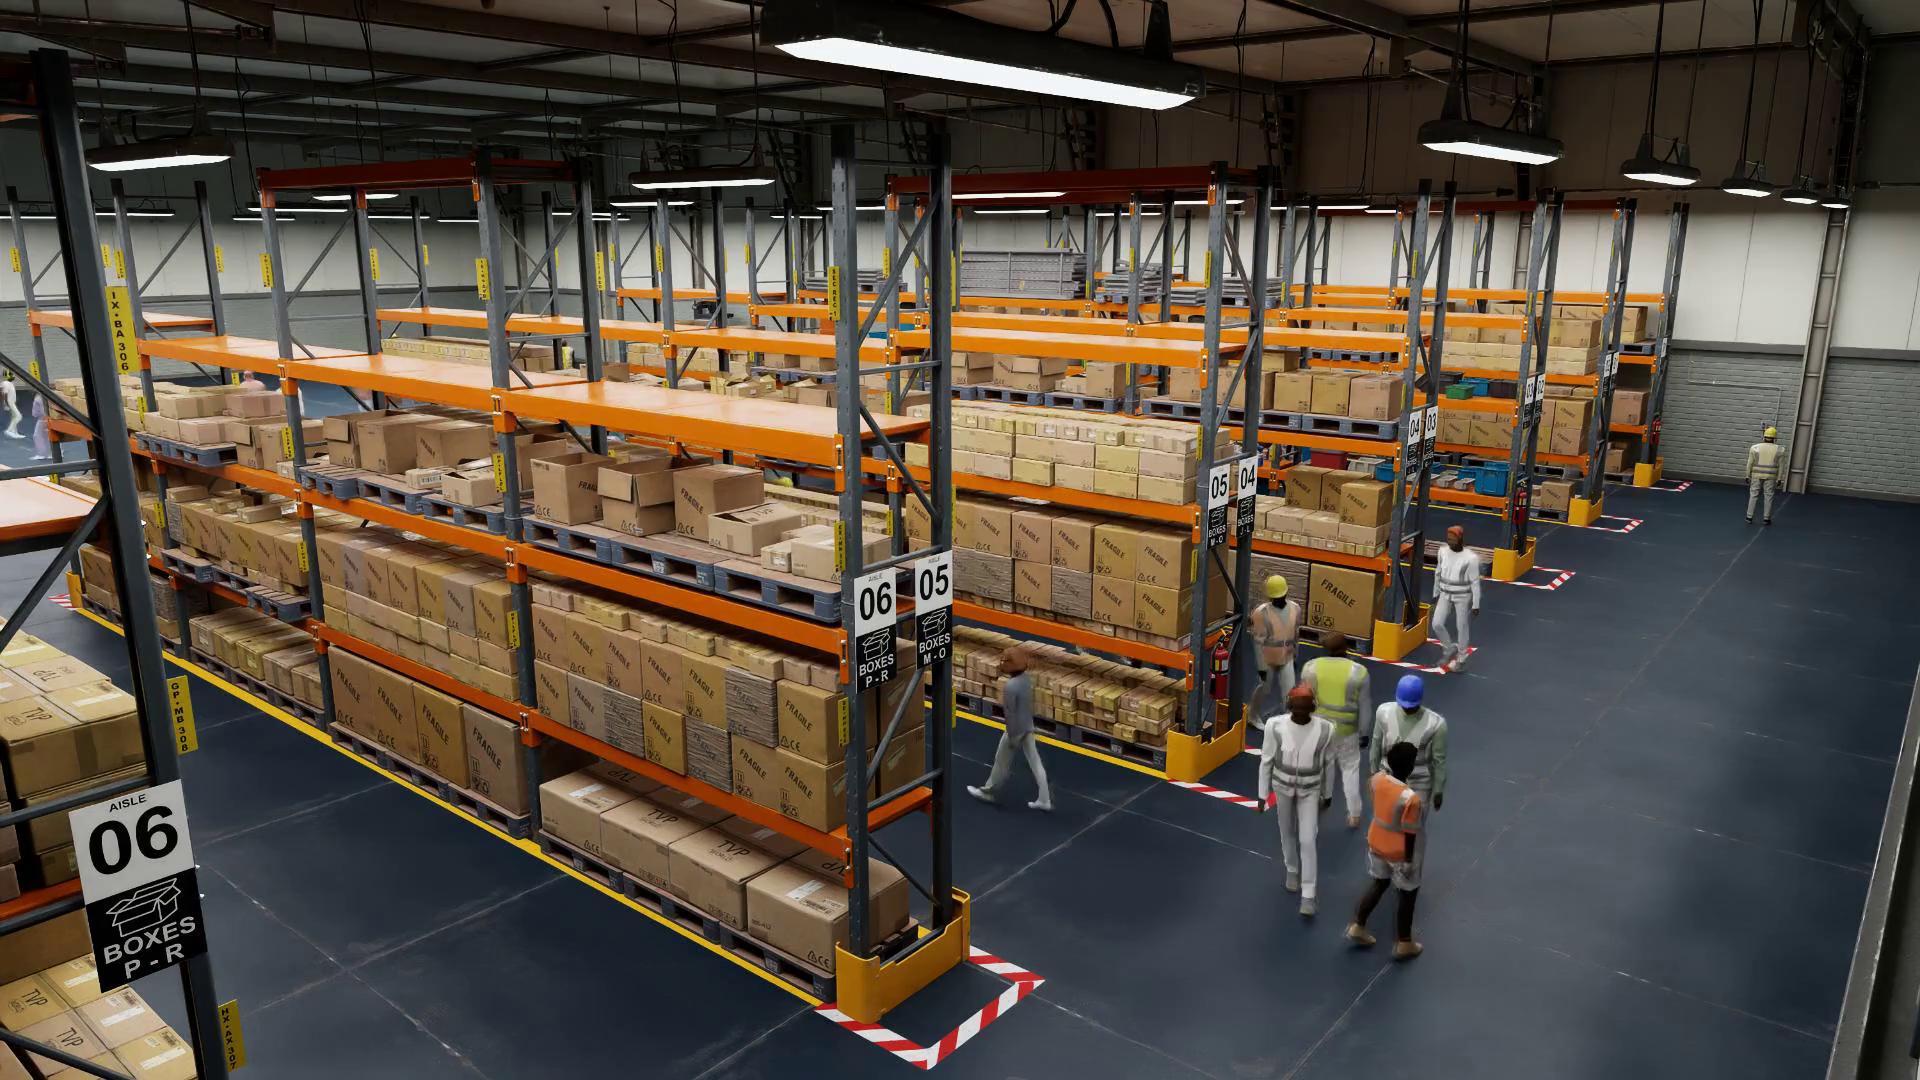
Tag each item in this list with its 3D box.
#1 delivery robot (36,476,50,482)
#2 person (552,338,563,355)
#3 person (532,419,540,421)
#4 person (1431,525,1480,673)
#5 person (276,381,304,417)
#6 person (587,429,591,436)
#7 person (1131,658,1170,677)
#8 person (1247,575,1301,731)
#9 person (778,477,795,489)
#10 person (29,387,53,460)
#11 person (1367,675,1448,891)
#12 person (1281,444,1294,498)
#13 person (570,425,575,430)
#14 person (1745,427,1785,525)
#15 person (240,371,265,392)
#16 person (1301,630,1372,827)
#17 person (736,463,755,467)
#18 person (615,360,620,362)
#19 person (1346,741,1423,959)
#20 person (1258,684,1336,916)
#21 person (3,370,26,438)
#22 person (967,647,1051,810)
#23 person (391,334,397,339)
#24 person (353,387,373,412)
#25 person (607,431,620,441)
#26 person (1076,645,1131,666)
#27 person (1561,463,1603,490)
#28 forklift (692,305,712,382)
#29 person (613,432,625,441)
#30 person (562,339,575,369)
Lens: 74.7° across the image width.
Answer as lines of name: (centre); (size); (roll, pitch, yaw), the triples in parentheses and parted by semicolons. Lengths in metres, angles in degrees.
delivery robot: (-19.214, -1.171, 26.185); (0.477, 0.478, 0.707); (4, 14, 16)
person: (-15.036, -6.935, 47.314); (0.514, 1.842, 0.324); (-10, 17, -34)
person: (-12.226, -4.168, 36.367); (0.432, 1.624, 0.540); (-6, 15, -25)
person: (6.189, 0.733, 15.712); (0.468, 1.866, 0.715); (-10, 17, -34)
person: (-16.945, -3.214, 31.903); (0.648, 1.891, 0.679); (-3, 14, -12)
person: (-8.968, -2.872, 30.652); (0.968, 1.823, 0.519); (-1, 14, -6)
person: (2.261, 0.946, 14.546); (0.623, 2.016, 0.757); (-13, 18, -42)
person: (3.402, 1.256, 13.581); (0.618, 1.874, 0.939); (-5, 14, -19)
person: (-2.680, -0.088, 19.281); (0.610, 1.786, 0.941); (-12, 18, -41)
person: (-22.340, -2.871, 30.507); (0.773, 1.879, 0.685); (-8, 16, -29)
person: (3.697, 2.000, 10.446); (0.658, 1.895, 0.487); (10, 17, 35)
person: (6.708, -1.716, 25.588); (0.361, 1.965, 0.613); (8, 16, 30)
person: (-10.737, -3.644, 34.276); (0.511, 1.604, 0.781); (-5, 15, -20)
person: (15.211, -1.217, 23.816); (0.599, 1.830, 0.404); (8, 16, 31)
person: (-18.681, -3.531, 33.212); (0.687, 1.883, 0.649); (-12, 18, -42)
person: (3.500, 1.736, 11.753); (0.669, 1.827, 0.472); (8, 16, 29)
person: (-5.052, -2.745, 29.722); (0.591, 2.014, 0.749); (-13, 19, -42)
person: (-9.554, -4.093, 35.470); (0.487, 1.937, 0.557); (-6, 15, -22)
person: (3.260, 2.328, 9.554); (0.562, 1.678, 0.551); (-5, 15, -20)
person: (2.716, 2.081, 10.210); (0.592, 1.851, 0.897); (4, 14, 17)
person: (-25.371, -3.637, 33.743); (0.411, 1.850, 0.545); (-7, 15, -26)
person: (0.511, 1.784, 11.984); (0.863, 1.582, 0.519); (8, 16, 30)
person: (-21.057, -6.828, 47.045); (0.329, 1.764, 0.524); (7, 16, 28)
person: (-16.558, -3.906, 35.055); (0.530, 1.750, 0.550); (0, 14, 2)
person: (-6.756, -1.353, 24.168); (0.545, 1.933, 0.376); (-12, 18, -40)
person: (1.823, 0.784, 16.098); (0.524, 1.588, 0.874); (-11, 18, -39)
person: (13.215, -1.965, 26.765); (0.988, 1.903, 0.636); (9, 17, 34)
forklift: (-9.511, -7.392, 47.124); (1.873, 2.768, 1.129); (11, 17, 38)
person: (-9.221, -3.347, 32.697); (0.999, 1.791, 0.577); (-11, 18, -38)
person: (-13.707, -6.054, 43.716); (0.652, 1.829, 0.521); (-7, 16, -28)
